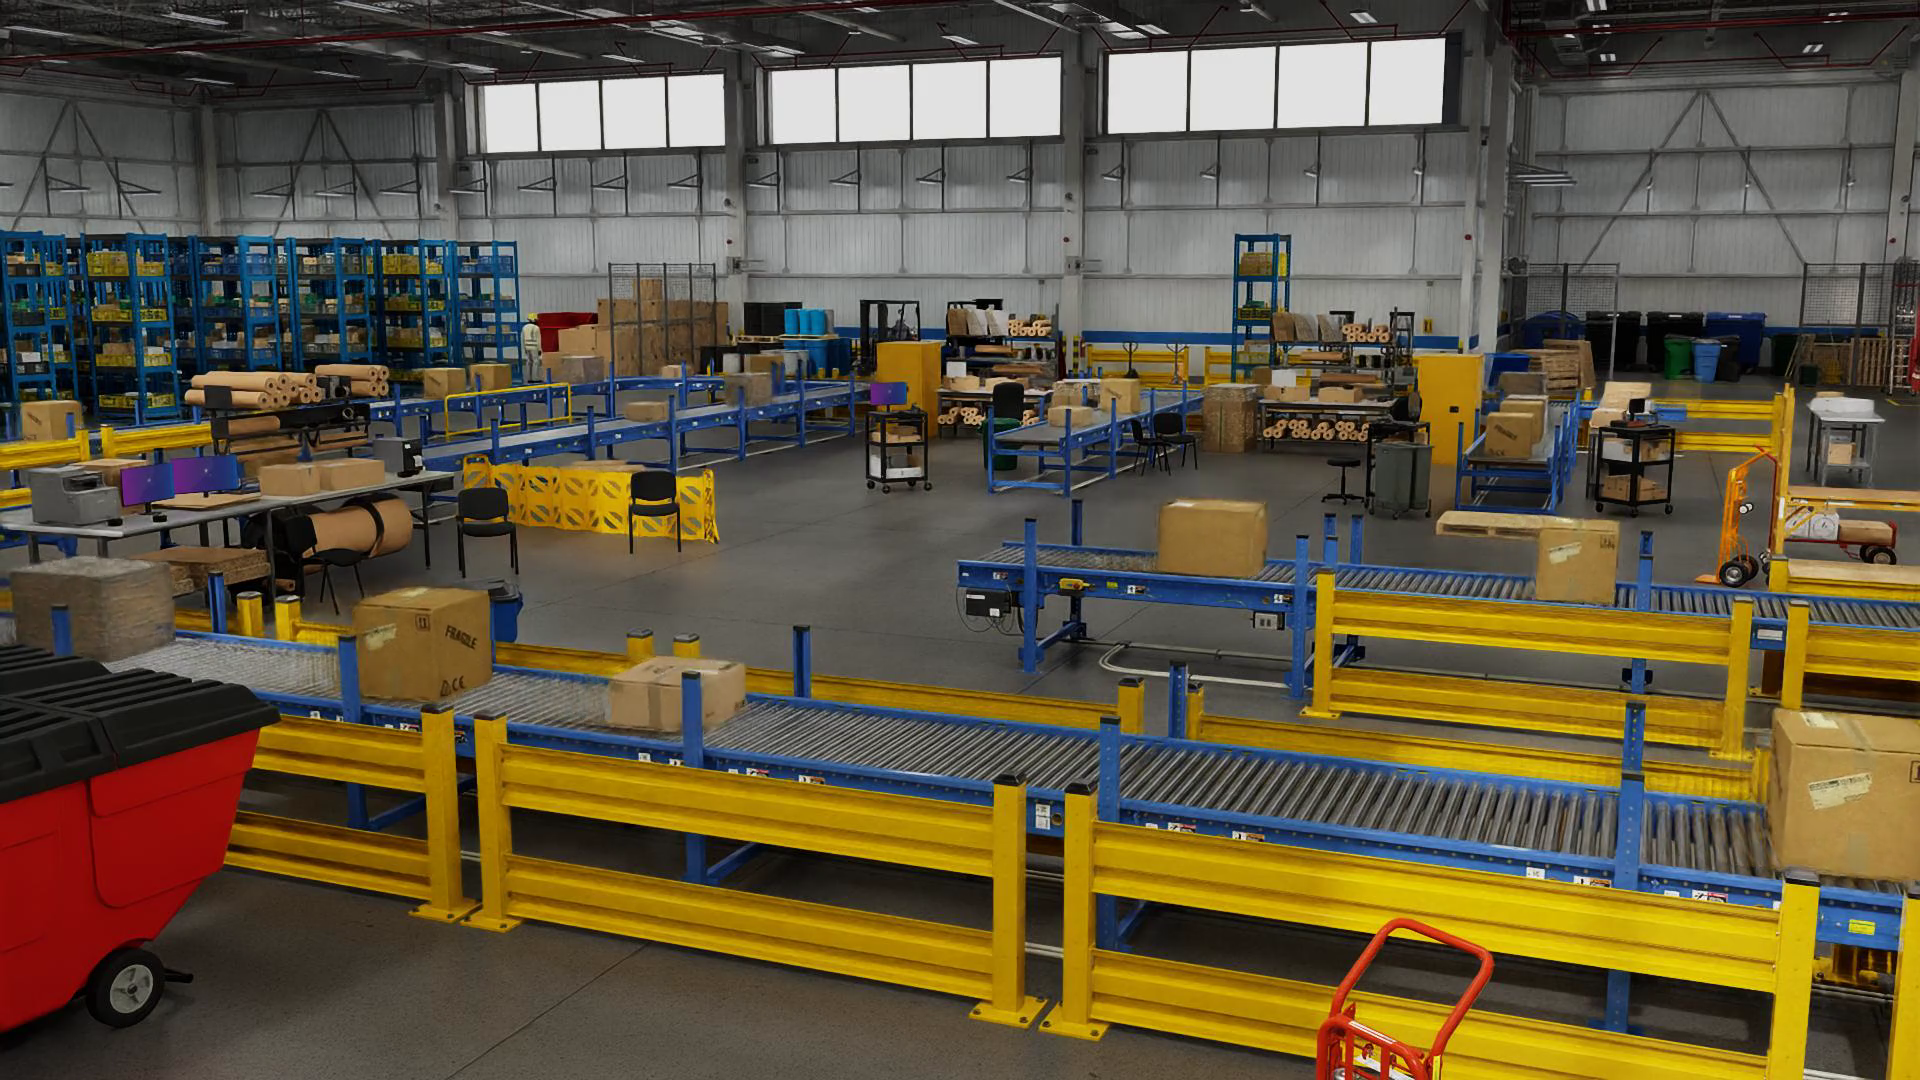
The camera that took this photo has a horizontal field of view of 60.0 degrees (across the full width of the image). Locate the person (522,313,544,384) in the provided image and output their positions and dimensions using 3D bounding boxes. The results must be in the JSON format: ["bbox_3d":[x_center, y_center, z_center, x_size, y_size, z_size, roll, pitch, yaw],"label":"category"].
[{"bbox_3d":[-10.960,-4.916,42.717,0.592,1.829,0.404,6,11,34],"label":"person"}]

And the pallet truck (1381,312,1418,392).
[{"bbox_3d":[10.207,-4.283,38.369,0.823,1.965,1.885,3,10,20],"label":"pallet truck"}]

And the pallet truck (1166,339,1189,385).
[{"bbox_3d":[5.418,-4.269,40.420,0.704,1.261,1.522,3,10,20],"label":"pallet truck"}]

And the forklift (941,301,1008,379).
[{"bbox_3d":[0.365,-4.966,41.571,1.157,1.987,2.680,3,10,20],"label":"forklift"}]

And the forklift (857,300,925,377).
[{"bbox_3d":[-1.732,-5.109,42.468,1.157,1.987,2.680,4,10,22],"label":"forklift"}]

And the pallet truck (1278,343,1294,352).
[{"bbox_3d":[7.886,-4.163,39.743,0.653,1.274,1.630,4,10,22],"label":"pallet truck"}]

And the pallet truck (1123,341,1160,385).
[{"bbox_3d":[4.445,-4.380,41.279,0.680,1.201,1.601,4,10,22],"label":"pallet truck"}]

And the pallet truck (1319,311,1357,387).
[{"bbox_3d":[9.071,-4.419,39.190,0.823,1.965,1.885,5,10,26],"label":"pallet truck"}]
